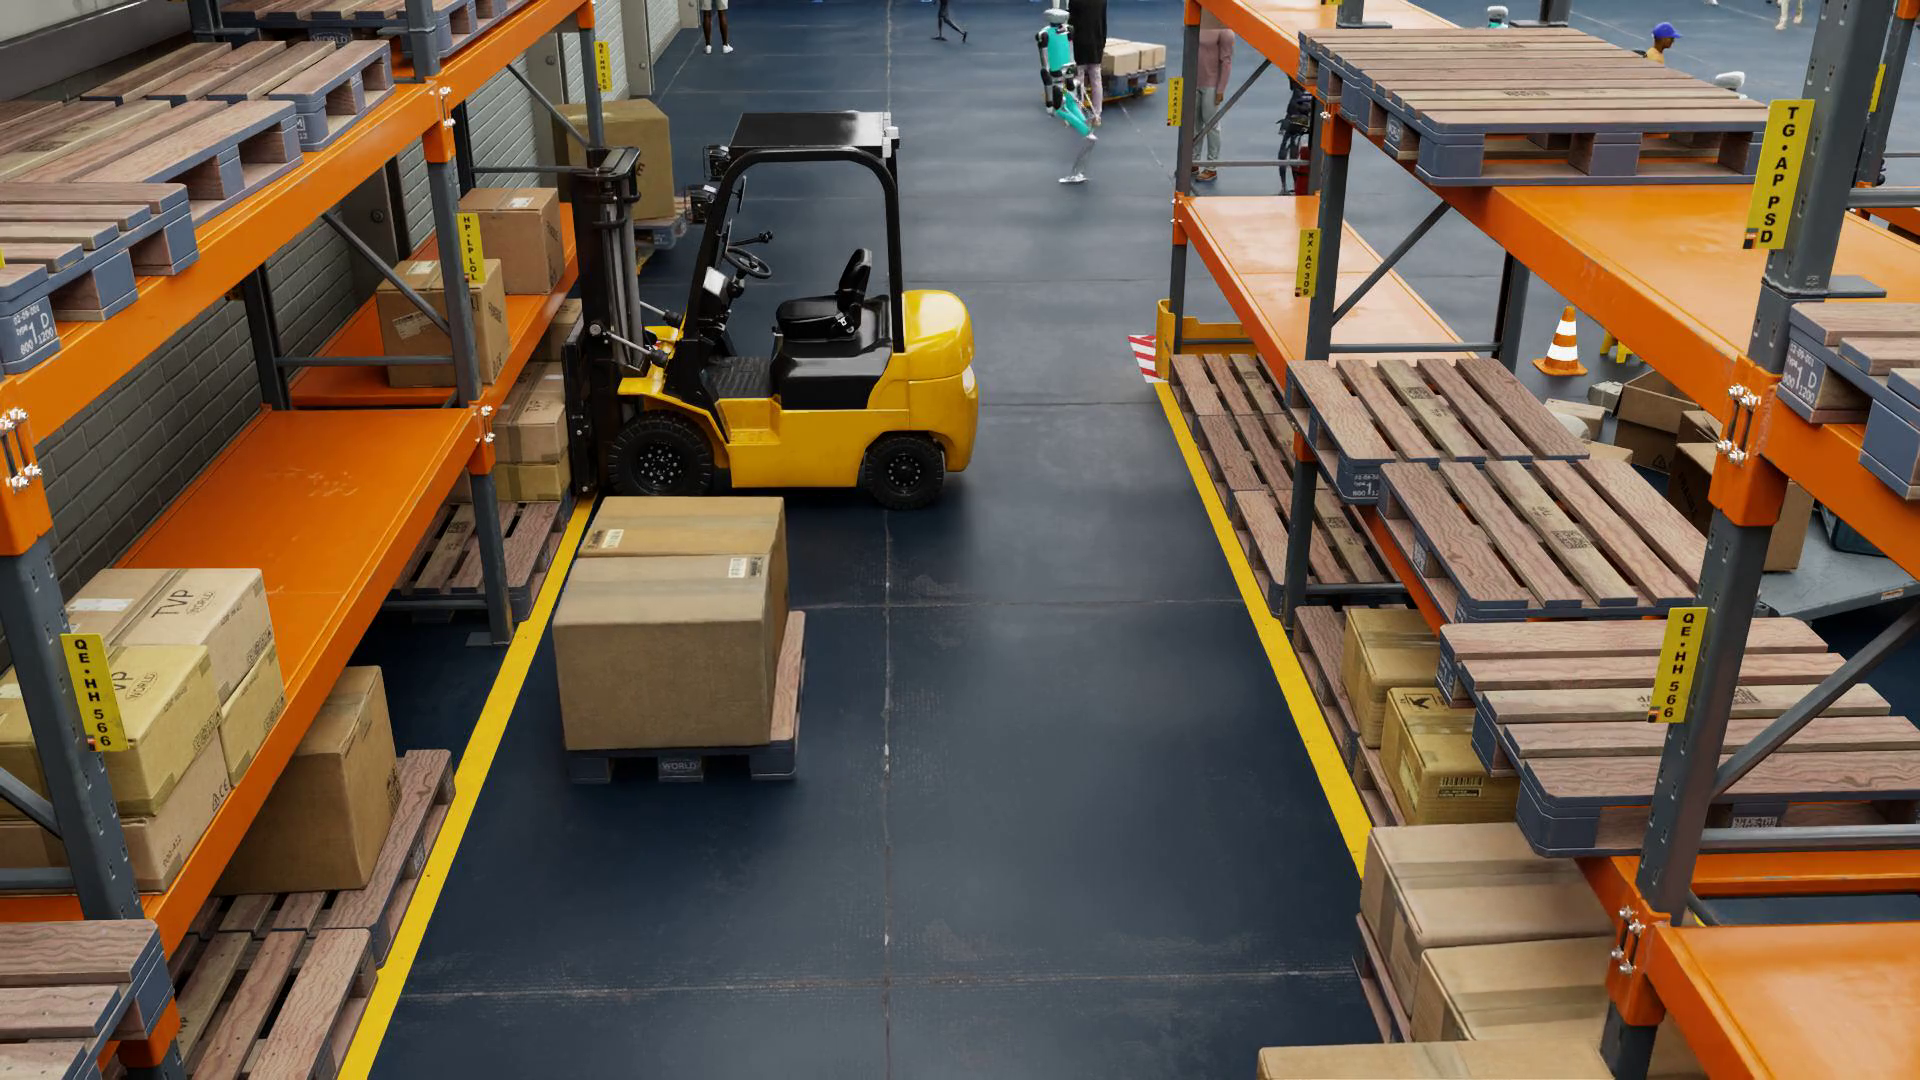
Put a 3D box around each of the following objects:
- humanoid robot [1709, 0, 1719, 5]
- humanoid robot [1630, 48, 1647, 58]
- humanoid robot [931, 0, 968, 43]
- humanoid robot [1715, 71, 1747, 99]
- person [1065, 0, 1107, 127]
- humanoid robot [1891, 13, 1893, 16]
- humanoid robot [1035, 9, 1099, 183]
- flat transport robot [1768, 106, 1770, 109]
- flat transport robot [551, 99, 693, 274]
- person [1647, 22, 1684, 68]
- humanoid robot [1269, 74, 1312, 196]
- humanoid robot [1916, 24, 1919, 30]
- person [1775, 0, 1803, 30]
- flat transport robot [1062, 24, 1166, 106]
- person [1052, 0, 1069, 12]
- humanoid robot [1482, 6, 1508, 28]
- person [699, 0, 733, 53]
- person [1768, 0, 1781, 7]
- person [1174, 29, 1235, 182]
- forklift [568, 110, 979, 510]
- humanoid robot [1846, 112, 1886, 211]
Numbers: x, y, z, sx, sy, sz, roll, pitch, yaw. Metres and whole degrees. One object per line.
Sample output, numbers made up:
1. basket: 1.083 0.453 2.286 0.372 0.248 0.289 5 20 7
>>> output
1. humanoid robot: 13.608 -10.368 29.664 0.566 1.894 0.746 -7 26 -15
2. humanoid robot: 6.301 -3.788 15.680 0.556 1.643 0.583 -15 29 -29
3. humanoid robot: -0.164 -8.598 25.895 0.692 1.621 0.615 11 27 22
4. humanoid robot: 6.118 -3.010 14.082 0.727 1.890 0.541 12 28 24
5. person: 1.510 -5.891 19.921 0.545 1.854 0.405 -11 27 -22
6. humanoid robot: 15.938 -9.894 28.638 0.623 1.631 0.715 -23 34 -39
7. humanoid robot: 1.180 -4.555 17.189 0.773 1.746 0.544 21 32 37
8. flat transport robot: 8.361 -3.943 17.654 1.431 0.231 0.659 -11 27 -22
9. flat transport robot: -3.058 -2.655 14.927 0.659 0.231 1.431 2 25 4
10. person: 6.986 -4.345 16.808 0.366 1.716 0.460 7 26 14
11. humanoid robot: 3.384 -4.304 16.756 0.336 1.650 0.601 9 27 18
12. humanoid robot: 15.349 -8.673 26.017 0.454 1.638 0.602 18 30 33
13. person: 13.635 -9.287 27.094 0.501 1.875 0.581 -22 33 -38
14. flat transport robot: 1.887 -5.907 21.812 0.659 0.231 1.431 22 33 39
15. person: 1.752 -10.009 28.758 0.562 1.752 0.325 -8 26 -17
16. humanoid robot: 5.334 -4.769 17.689 0.901 1.745 0.537 4 26 8
17. person: -3.708 -8.285 24.939 0.556 1.898 0.366 -1 25 -2
18. person: 14.752 -10.448 29.730 0.525 1.719 0.906 11 27 21
19. person: 2.561 -4.749 17.409 0.372 1.940 0.630 -18 31 -33
20. forklift: -1.043 -1.379 9.976 2.313 2.155 1.214 -1 25 -2
21. humanoid robot: 7.513 -2.966 13.917 0.315 1.659 0.599 -1 25 -1
